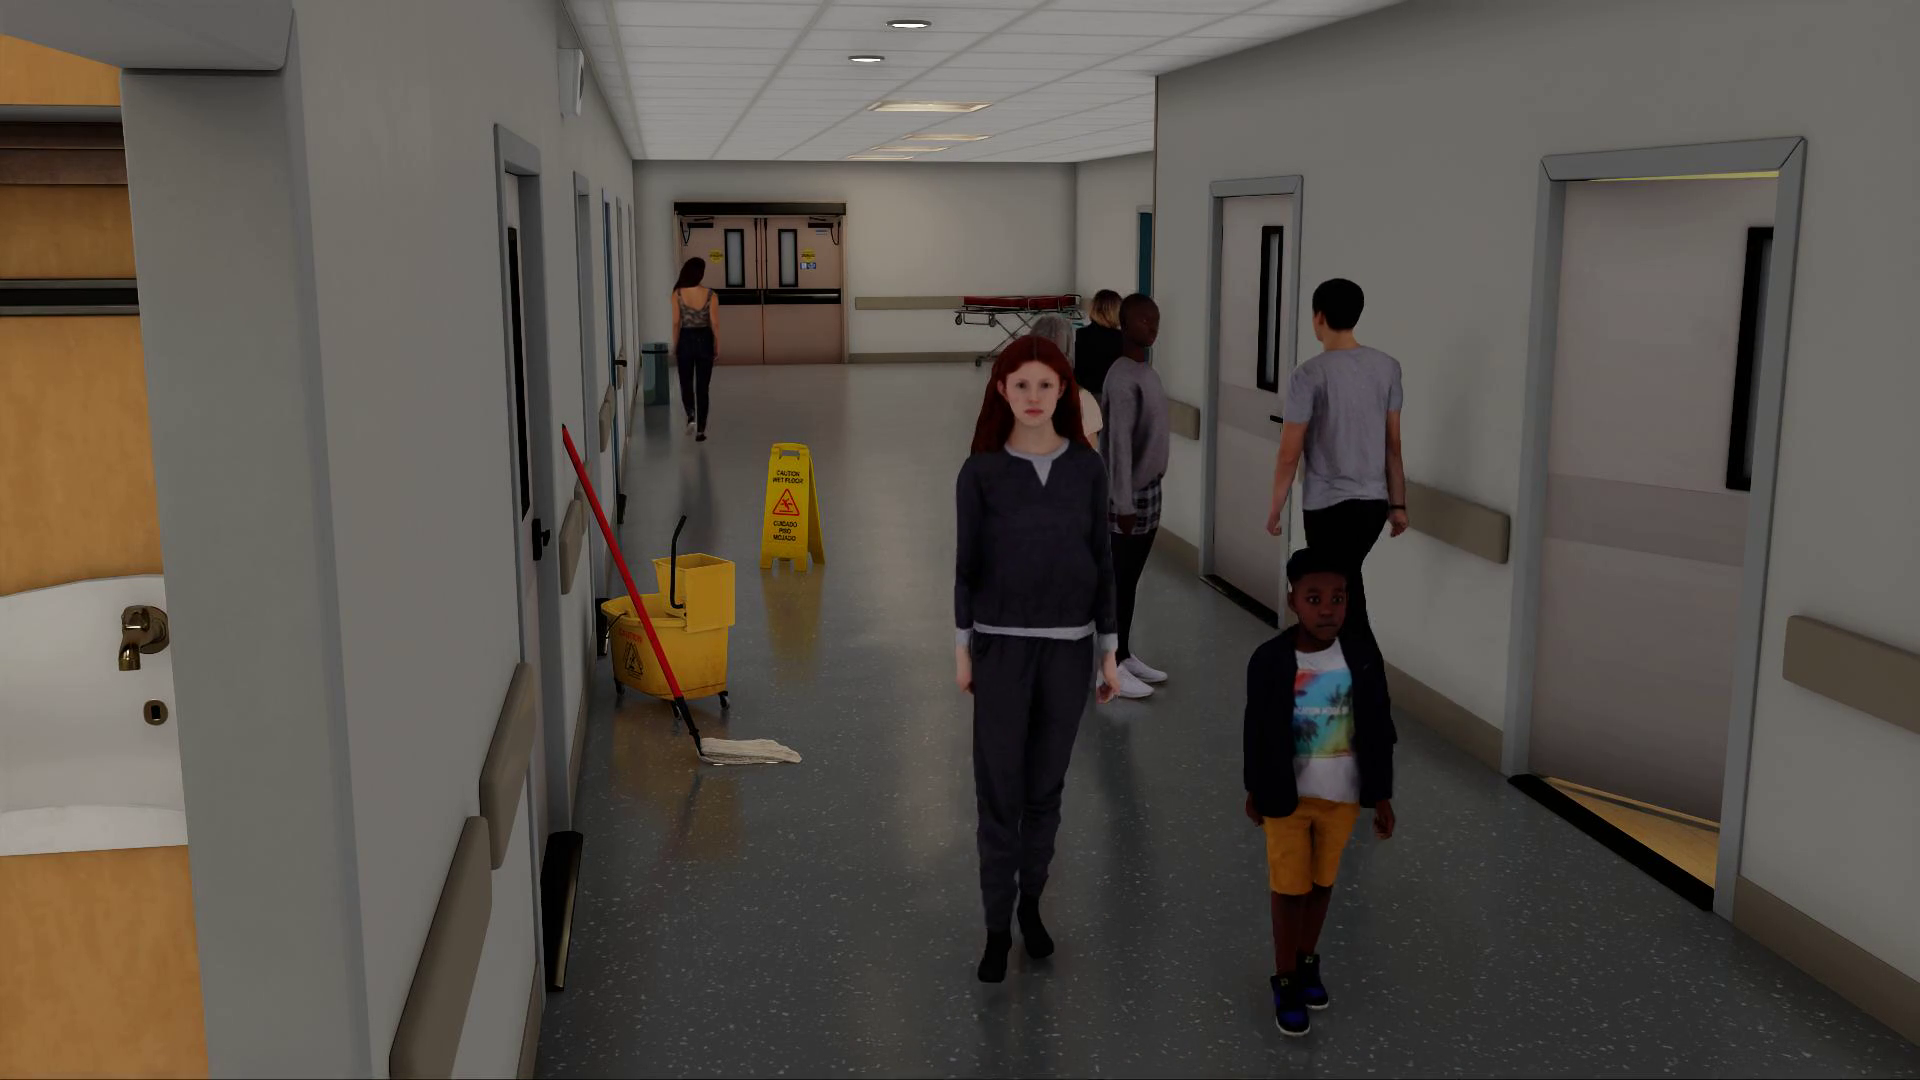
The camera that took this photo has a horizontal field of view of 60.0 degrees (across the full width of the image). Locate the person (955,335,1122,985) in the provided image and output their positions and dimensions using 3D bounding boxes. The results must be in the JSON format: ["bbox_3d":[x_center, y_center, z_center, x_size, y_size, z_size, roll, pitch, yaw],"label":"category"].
[{"bbox_3d":[0.195,0.314,4.684,0.573,1.767,0.646,-2,11,-9],"label":"person"}]

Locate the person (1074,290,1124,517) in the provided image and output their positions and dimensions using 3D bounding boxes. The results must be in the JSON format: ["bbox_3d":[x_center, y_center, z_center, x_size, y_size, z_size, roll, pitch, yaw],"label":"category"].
[{"bbox_3d":[0.889,-0.748,10.589,0.664,1.651,0.811,-1,11,-7],"label":"person"}]

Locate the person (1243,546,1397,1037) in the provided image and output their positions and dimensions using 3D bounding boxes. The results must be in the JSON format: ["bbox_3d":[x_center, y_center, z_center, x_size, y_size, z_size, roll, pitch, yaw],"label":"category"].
[{"bbox_3d":[0.926,0.623,4.418,0.537,1.258,0.622,-1,11,-5],"label":"person"}]

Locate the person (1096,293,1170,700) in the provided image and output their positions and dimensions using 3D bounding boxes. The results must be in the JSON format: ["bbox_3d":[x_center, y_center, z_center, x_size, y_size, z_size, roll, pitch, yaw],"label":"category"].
[{"bbox_3d":[0.754,-0.206,7.410,0.754,1.771,0.647,4,12,22],"label":"person"}]

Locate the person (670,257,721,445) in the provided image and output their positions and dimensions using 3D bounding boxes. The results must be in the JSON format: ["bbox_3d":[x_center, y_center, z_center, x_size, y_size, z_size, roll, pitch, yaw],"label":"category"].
[{"bbox_3d":[-2.503,-1.778,15.726,0.657,1.759,0.711,-1,11,-4],"label":"person"}]

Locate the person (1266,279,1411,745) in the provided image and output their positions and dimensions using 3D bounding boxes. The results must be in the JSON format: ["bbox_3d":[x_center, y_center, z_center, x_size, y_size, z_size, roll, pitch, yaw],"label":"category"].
[{"bbox_3d":[1.572,-0.075,6.577,0.905,1.824,1.235,-5,12,-24],"label":"person"}]

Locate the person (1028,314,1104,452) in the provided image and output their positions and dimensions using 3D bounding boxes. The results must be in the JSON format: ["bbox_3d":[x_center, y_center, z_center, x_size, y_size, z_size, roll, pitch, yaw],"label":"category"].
[{"bbox_3d":[0.299,0.012,6.398,0.810,1.720,0.971,3,11,14],"label":"person"}]
